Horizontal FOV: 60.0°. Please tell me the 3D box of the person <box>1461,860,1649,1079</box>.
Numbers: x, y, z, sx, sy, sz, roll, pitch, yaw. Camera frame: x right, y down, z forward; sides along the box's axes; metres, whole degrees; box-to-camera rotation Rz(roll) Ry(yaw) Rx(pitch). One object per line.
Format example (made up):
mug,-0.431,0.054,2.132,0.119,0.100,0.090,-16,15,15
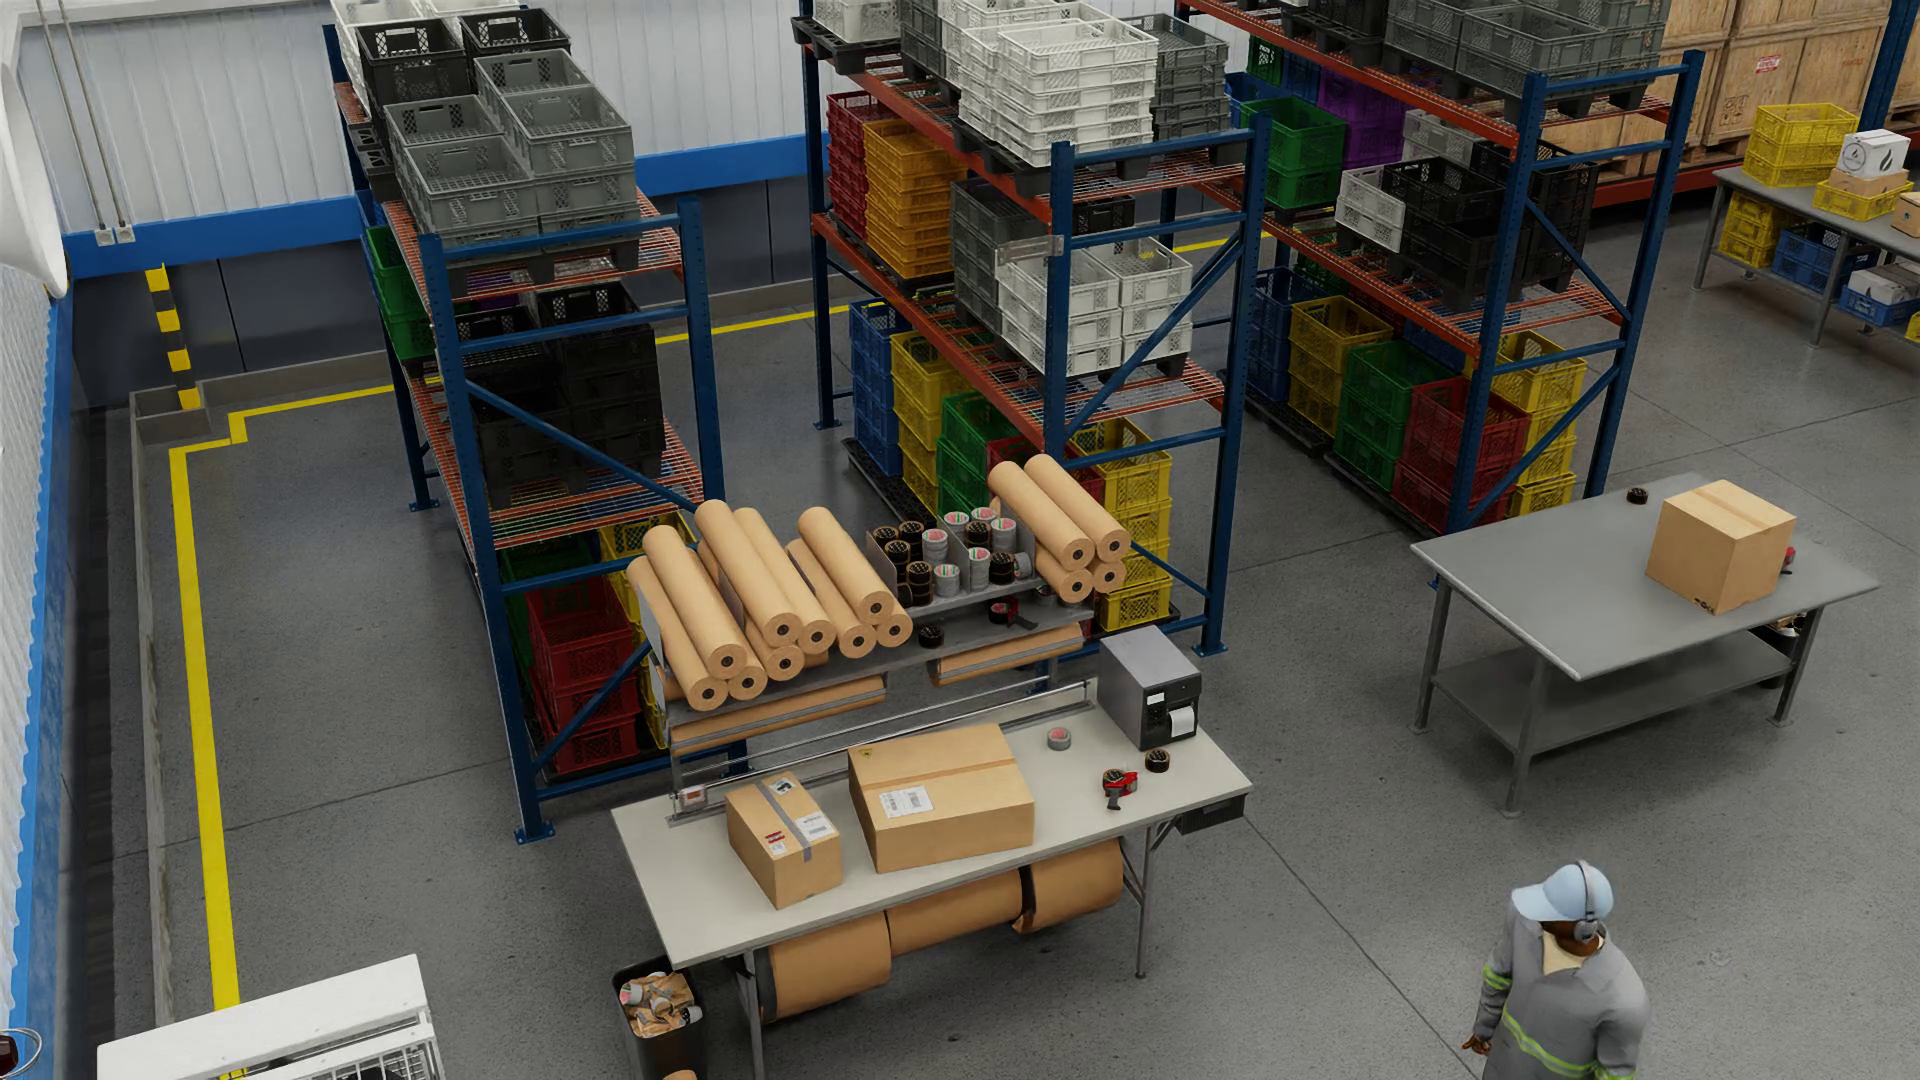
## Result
person,1.917,1.785,5.562,0.386,1.849,0.596,-14,34,-22
